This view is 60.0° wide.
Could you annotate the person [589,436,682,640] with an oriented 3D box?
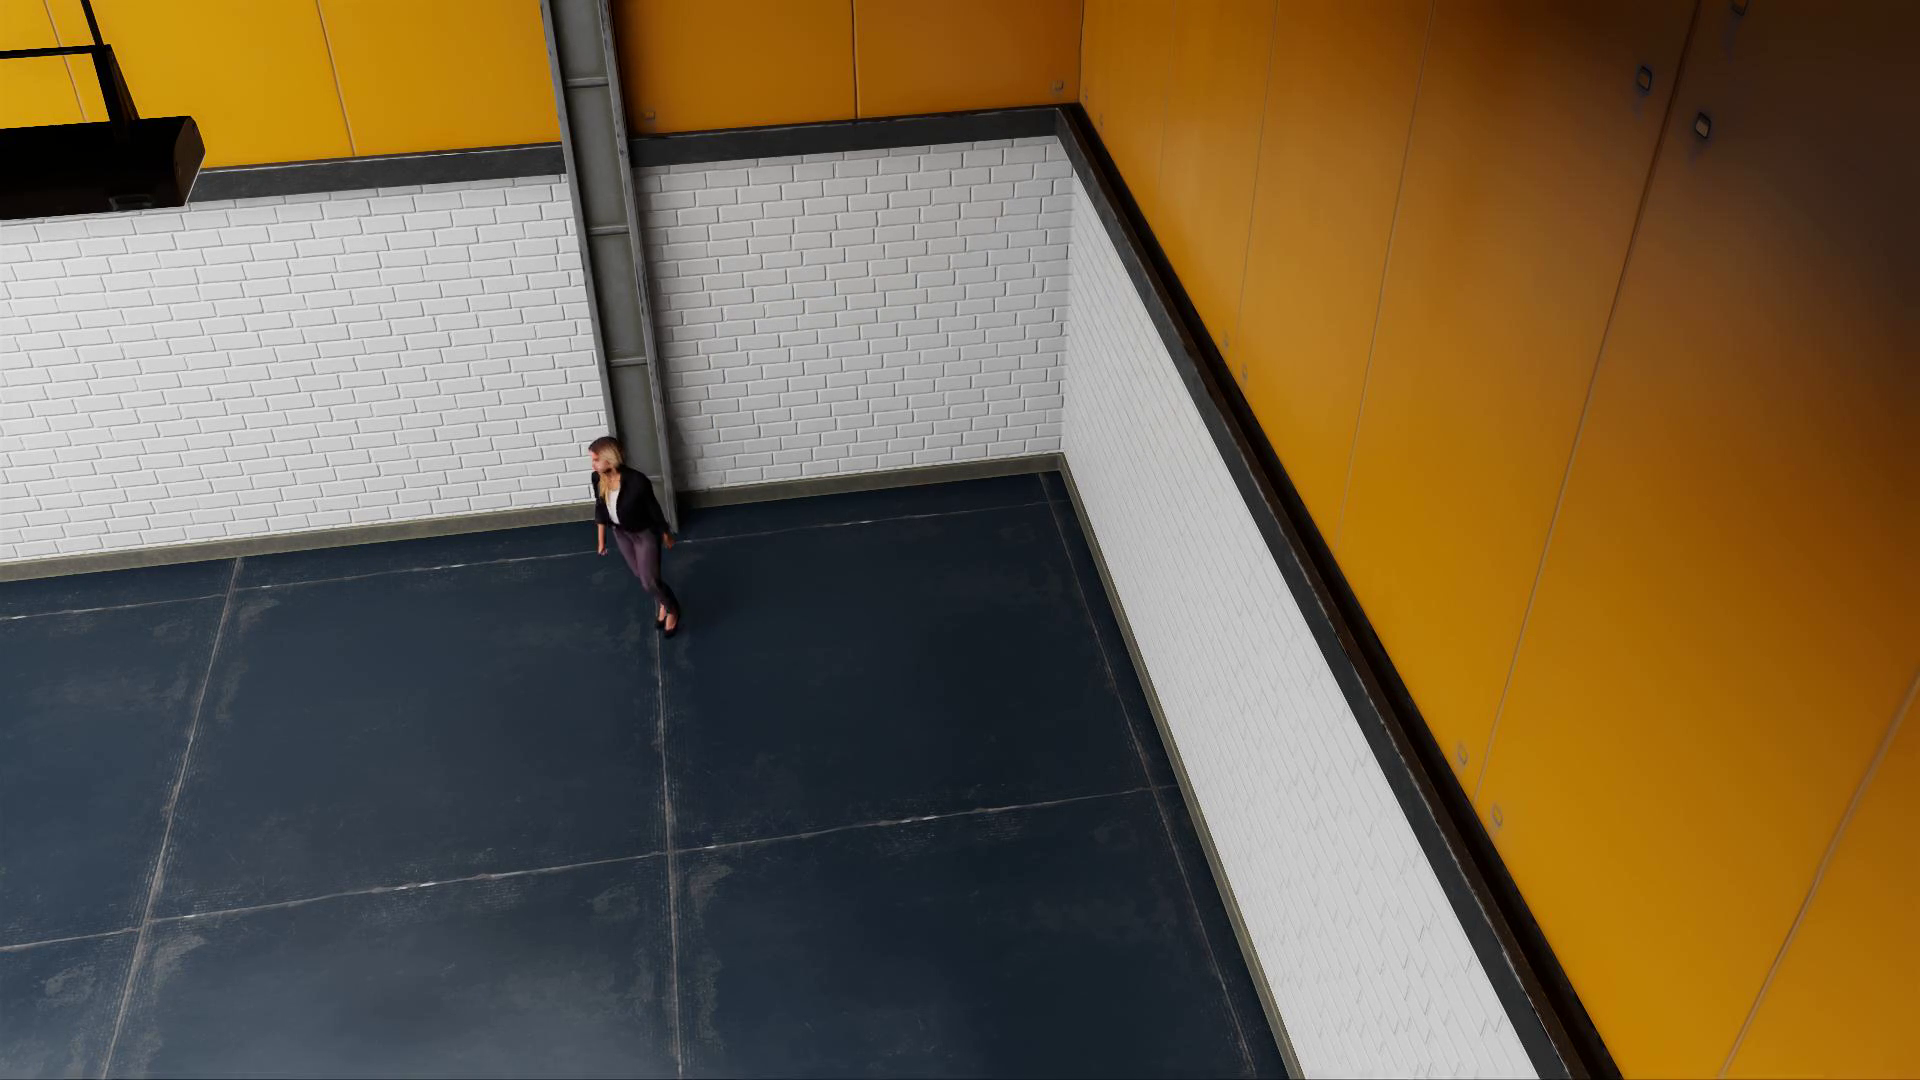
[{"bbox_3d":[-2.089,-0.032,11.068,0.748,1.640,0.822,10,40,12],"label":"person"}]
